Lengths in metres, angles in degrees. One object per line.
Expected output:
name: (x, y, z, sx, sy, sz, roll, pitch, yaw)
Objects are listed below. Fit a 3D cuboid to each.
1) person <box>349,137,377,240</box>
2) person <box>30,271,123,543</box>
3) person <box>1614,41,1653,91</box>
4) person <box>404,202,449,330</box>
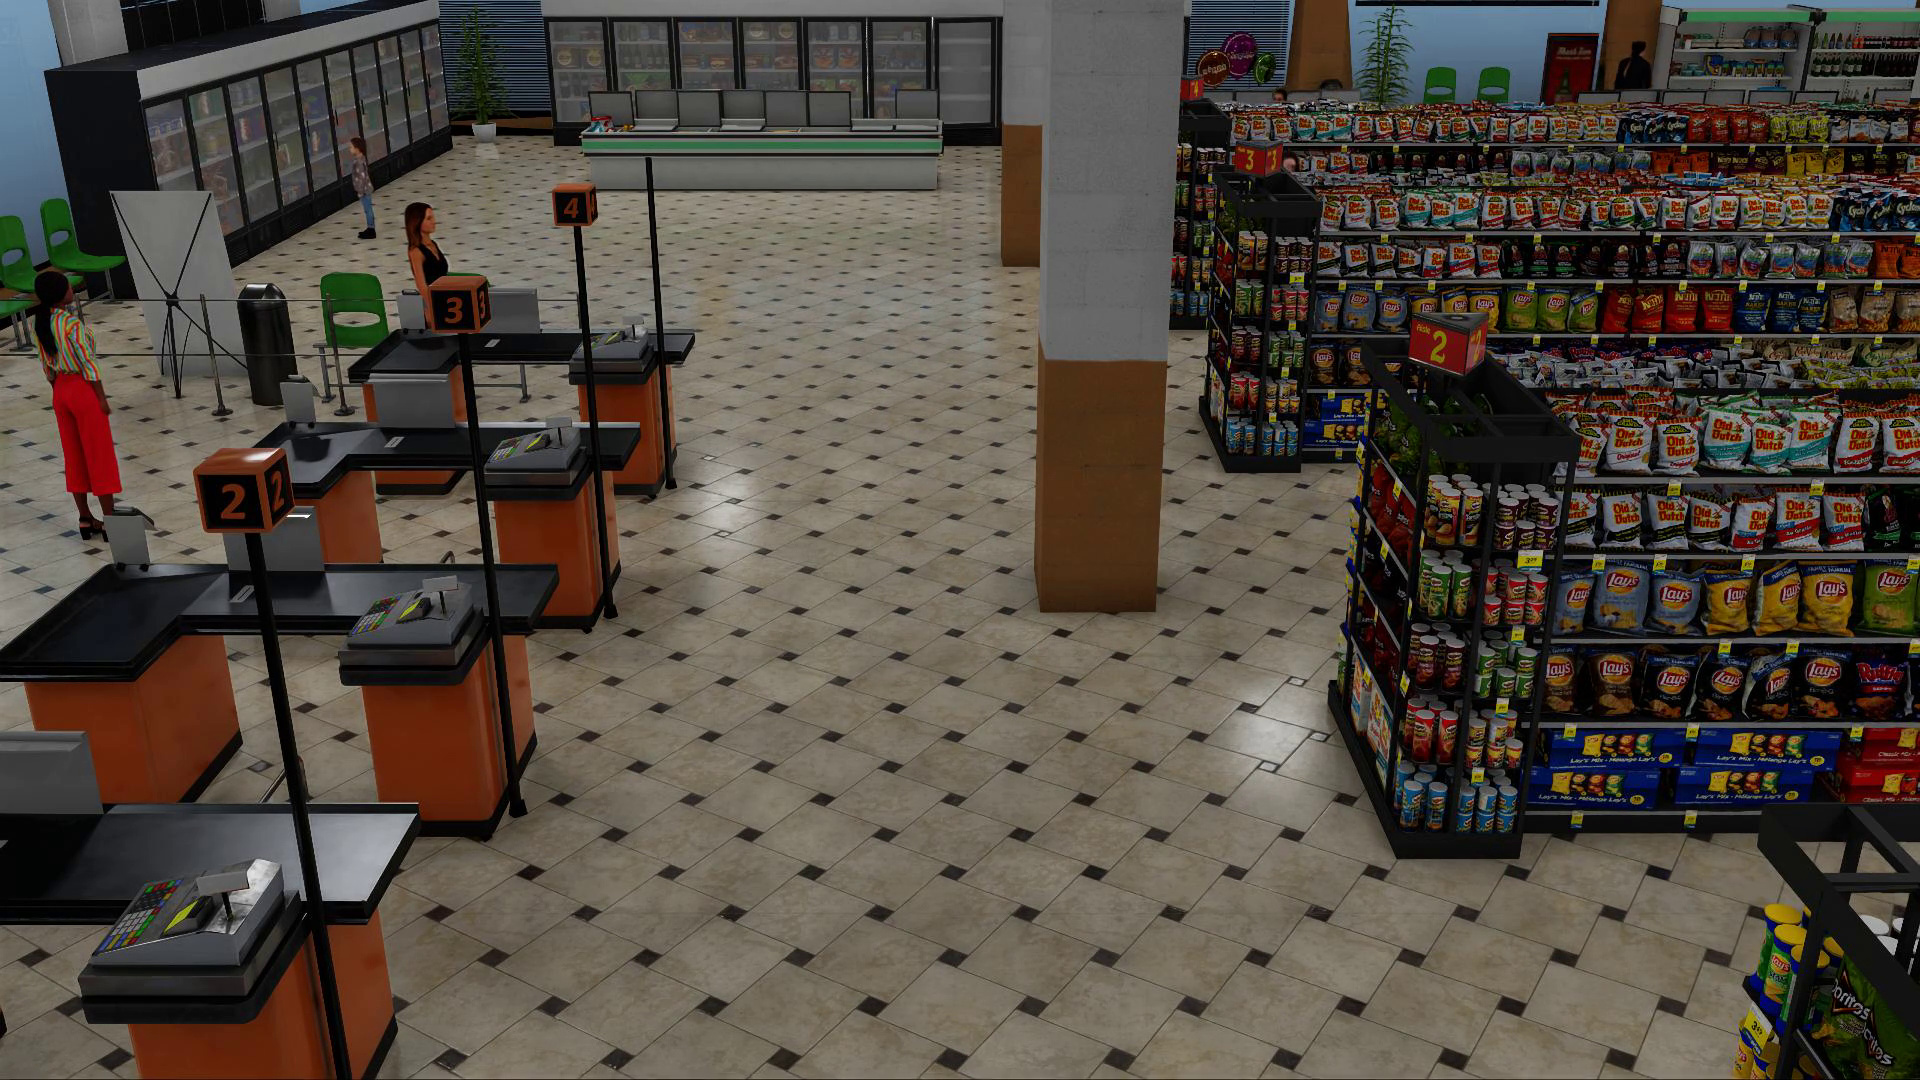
person: (-7.157, -4.231, 19.968, 0.521, 1.194, 0.524, -5, 22, -12)
person: (-5.708, -0.860, 10.775, 0.571, 1.793, 0.717, 7, 23, 17)
person: (10.483, -6.954, 26.137, 1.096, 1.647, 1.008, -17, 27, -36)
person: (-4.023, -1.657, 12.702, 0.524, 1.835, 0.583, 1, 22, 2)
